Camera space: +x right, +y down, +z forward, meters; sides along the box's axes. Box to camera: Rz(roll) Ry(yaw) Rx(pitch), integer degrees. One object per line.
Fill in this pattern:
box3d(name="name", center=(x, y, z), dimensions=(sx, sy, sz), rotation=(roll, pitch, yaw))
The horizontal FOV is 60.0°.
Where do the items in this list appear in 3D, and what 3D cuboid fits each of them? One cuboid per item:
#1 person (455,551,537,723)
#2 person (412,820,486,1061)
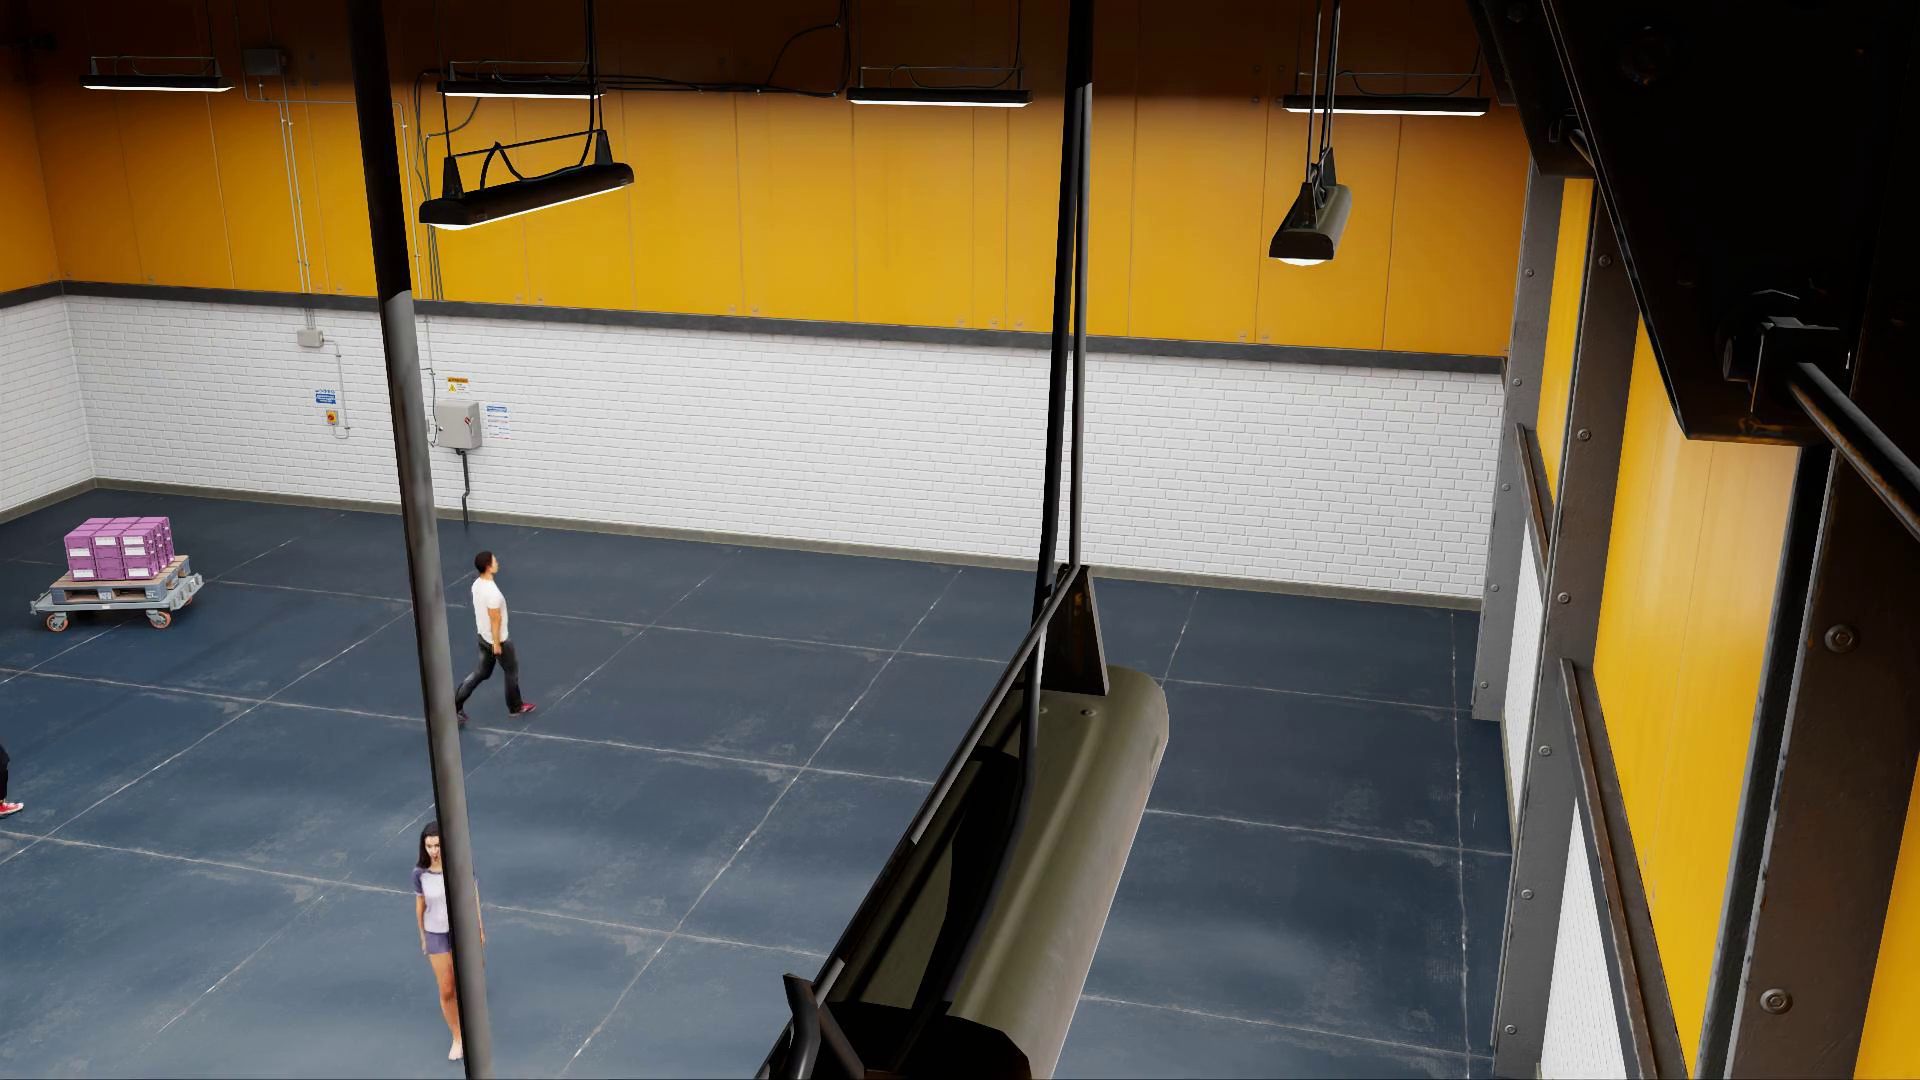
box3d(name="person", center=(-4.731, 0.993, 16.500), dimensions=(1.209, 1.775, 1.062), rotation=(-15, 23, -37))
box3d(name="person", center=(-3.509, 2.701, 11.521), dimensions=(0.839, 1.716, 1.013), rotation=(-3, 19, -10))
